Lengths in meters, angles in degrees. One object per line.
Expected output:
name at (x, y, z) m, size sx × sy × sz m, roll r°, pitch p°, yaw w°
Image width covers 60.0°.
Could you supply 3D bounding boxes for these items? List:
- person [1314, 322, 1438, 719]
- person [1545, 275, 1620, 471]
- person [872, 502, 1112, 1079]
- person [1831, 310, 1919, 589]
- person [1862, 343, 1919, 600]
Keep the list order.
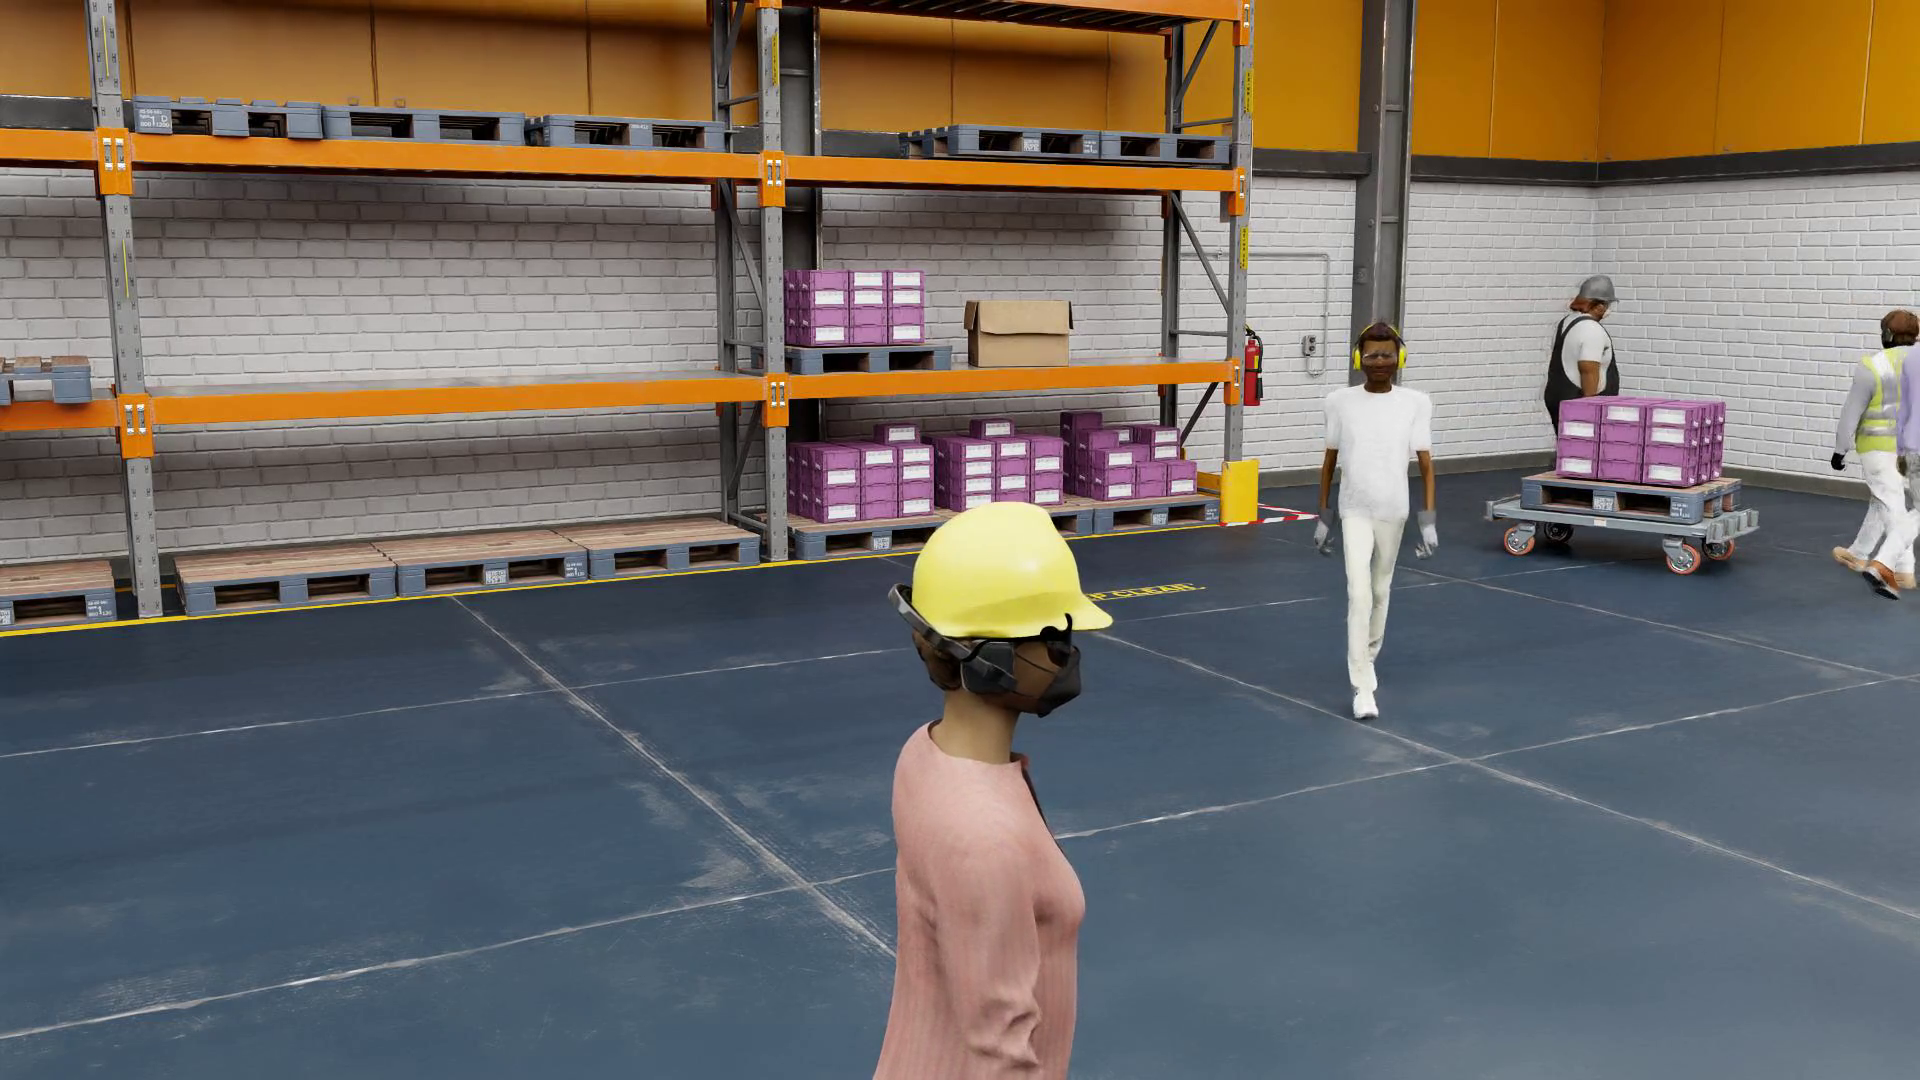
person at (1.966, -0.113, 7.845) m, size 0.542 × 1.819 × 0.973 m, roll 1°, pitch 9°, yaw 7°
person at (4.928, -1.101, 13.187) m, size 0.569 × 2.000 × 0.715 m, roll -1°, pitch 9°, yaw -5°
person at (0.037, 0.826, 2.278) m, size 0.321 × 1.769 × 0.523 m, roll -1°, pitch 9°, yaw -9°
person at (6.109, -0.614, 10.982) m, size 0.649 × 1.791 × 0.952 m, roll -1°, pitch 9°, yaw -7°
person at (5.835, -0.509, 9.984) m, size 0.580 × 1.916 × 0.658 m, roll -3°, pitch 10°, yaw -18°
